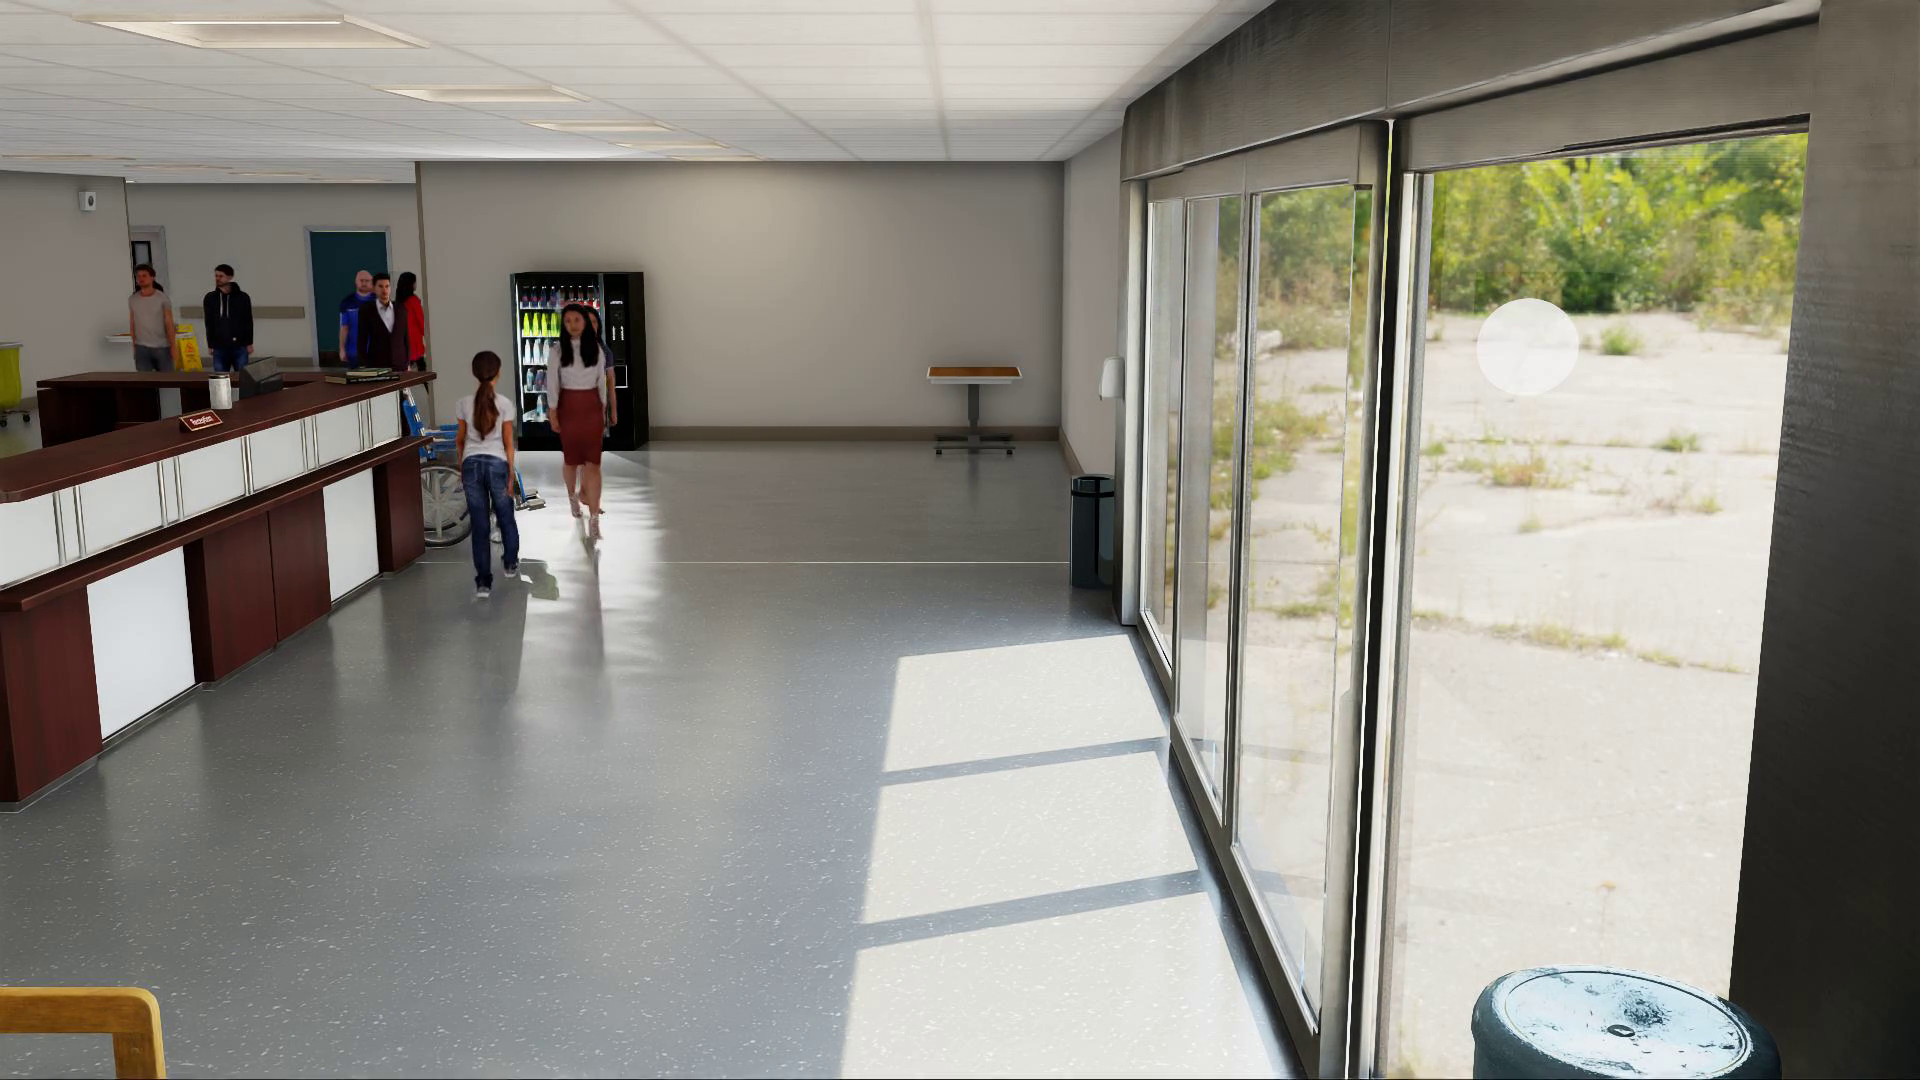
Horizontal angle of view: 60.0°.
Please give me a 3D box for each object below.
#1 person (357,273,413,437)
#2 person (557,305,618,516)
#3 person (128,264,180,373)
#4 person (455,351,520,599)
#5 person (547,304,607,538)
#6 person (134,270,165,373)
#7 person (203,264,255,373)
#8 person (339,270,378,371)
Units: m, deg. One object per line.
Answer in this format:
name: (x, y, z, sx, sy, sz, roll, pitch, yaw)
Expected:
person: (-5.797, -1.735, 16.758, 1.266, 1.812, 1.184, -6, 12, -30)
person: (-3.017, -1.016, 13.411, 1.162, 1.648, 1.038, -6, 12, -28)
person: (-9.206, -2.203, 19.066, 1.096, 1.870, 0.796, -1, 11, -6)
person: (-2.986, -0.389, 10.451, 1.020, 1.519, 0.715, -2, 11, -9)
person: (-2.897, -0.886, 12.569, 1.148, 1.705, 0.915, -4, 11, -18)
person: (-11.804, -3.155, 24.467, 0.800, 1.727, 0.786, 4, 12, 21)
person: (-8.437, -2.246, 19.241, 0.581, 1.890, 0.774, -2, 11, -11)
person: (-6.684, -2.091, 18.716, 1.245, 1.781, 1.016, -3, 11, -15)
